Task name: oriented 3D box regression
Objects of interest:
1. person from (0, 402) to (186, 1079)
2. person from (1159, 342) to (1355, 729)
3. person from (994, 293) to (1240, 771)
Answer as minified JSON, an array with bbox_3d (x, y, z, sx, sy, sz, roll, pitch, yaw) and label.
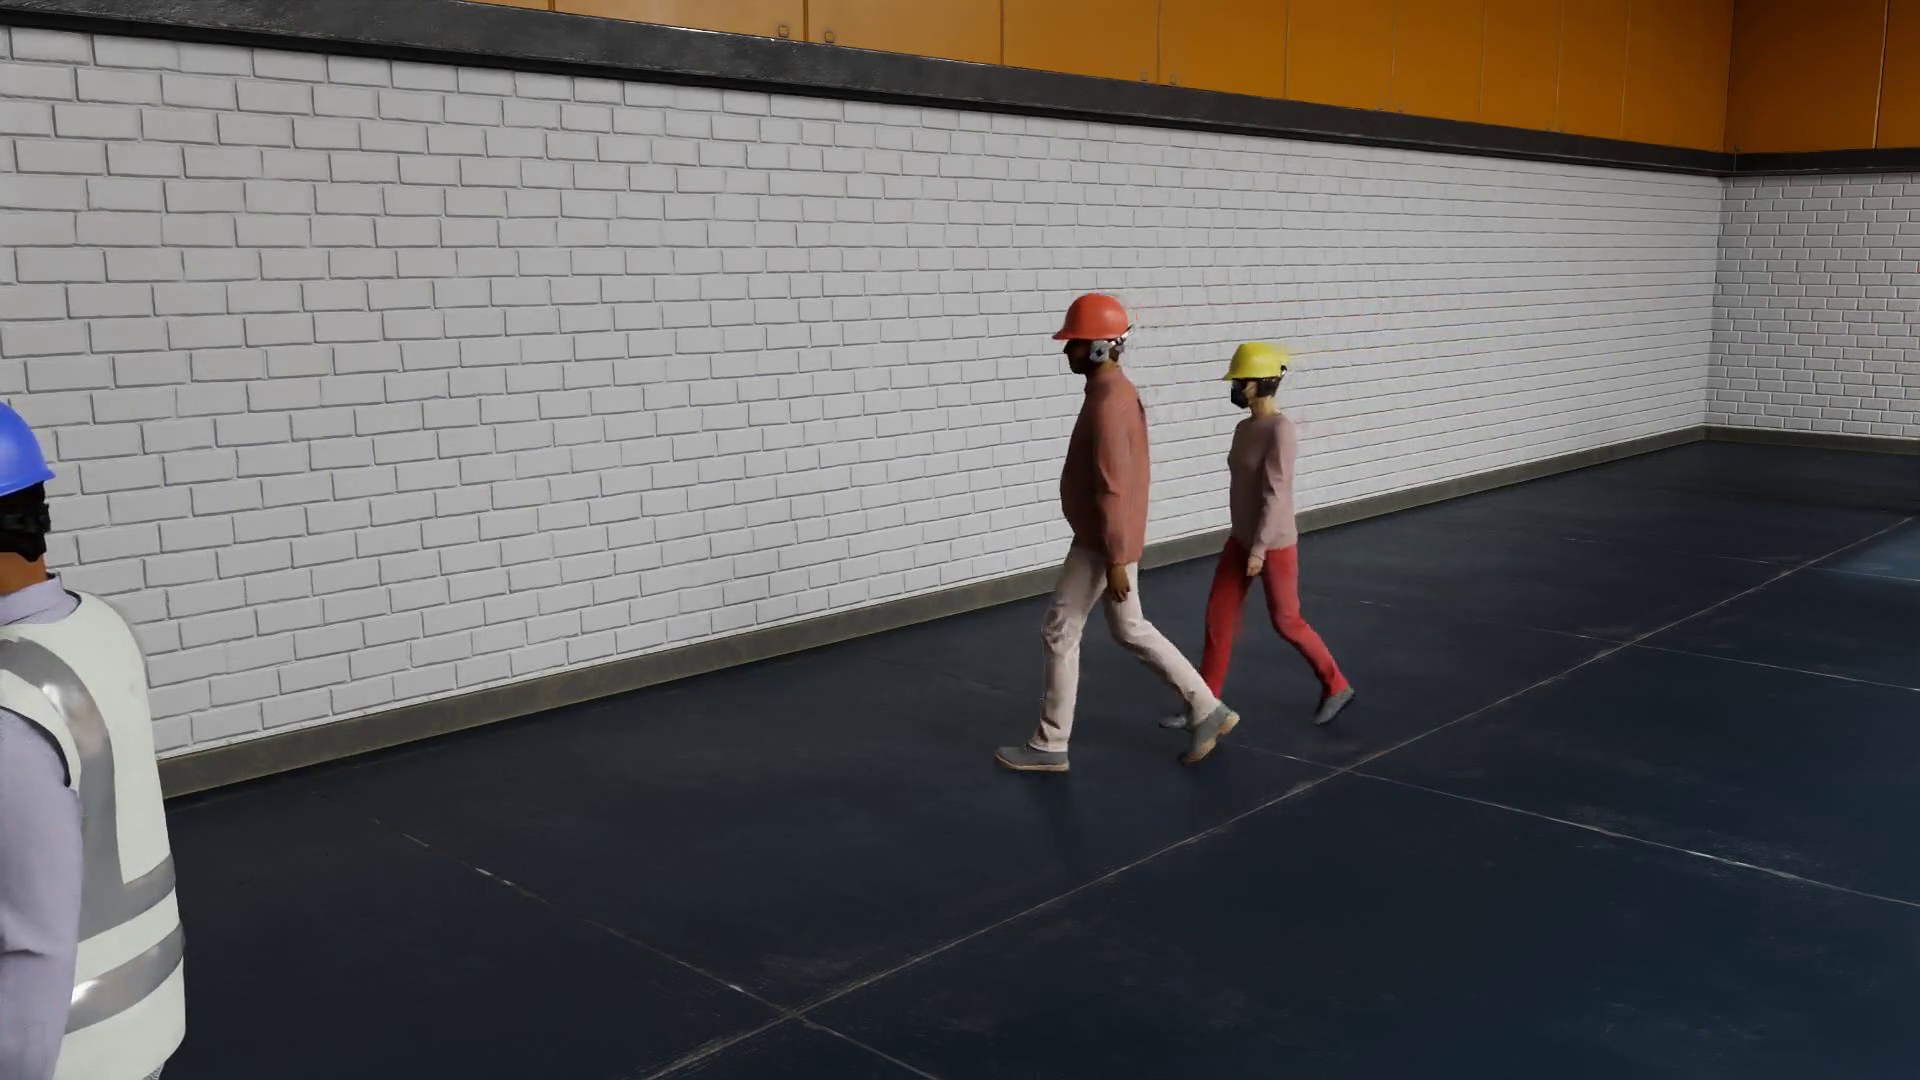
[{"bbox_3d":[-1.358,0.739,2.467,0.401,1.938,0.602,-3,10,-16],"label":"person"},{"bbox_3d":[1.359,-0.008,7.313,0.853,1.730,0.520,-3,10,-18],"label":"person"},{"bbox_3d":[0.659,-0.014,6.709,0.937,1.961,0.615,2,10,12],"label":"person"}]
